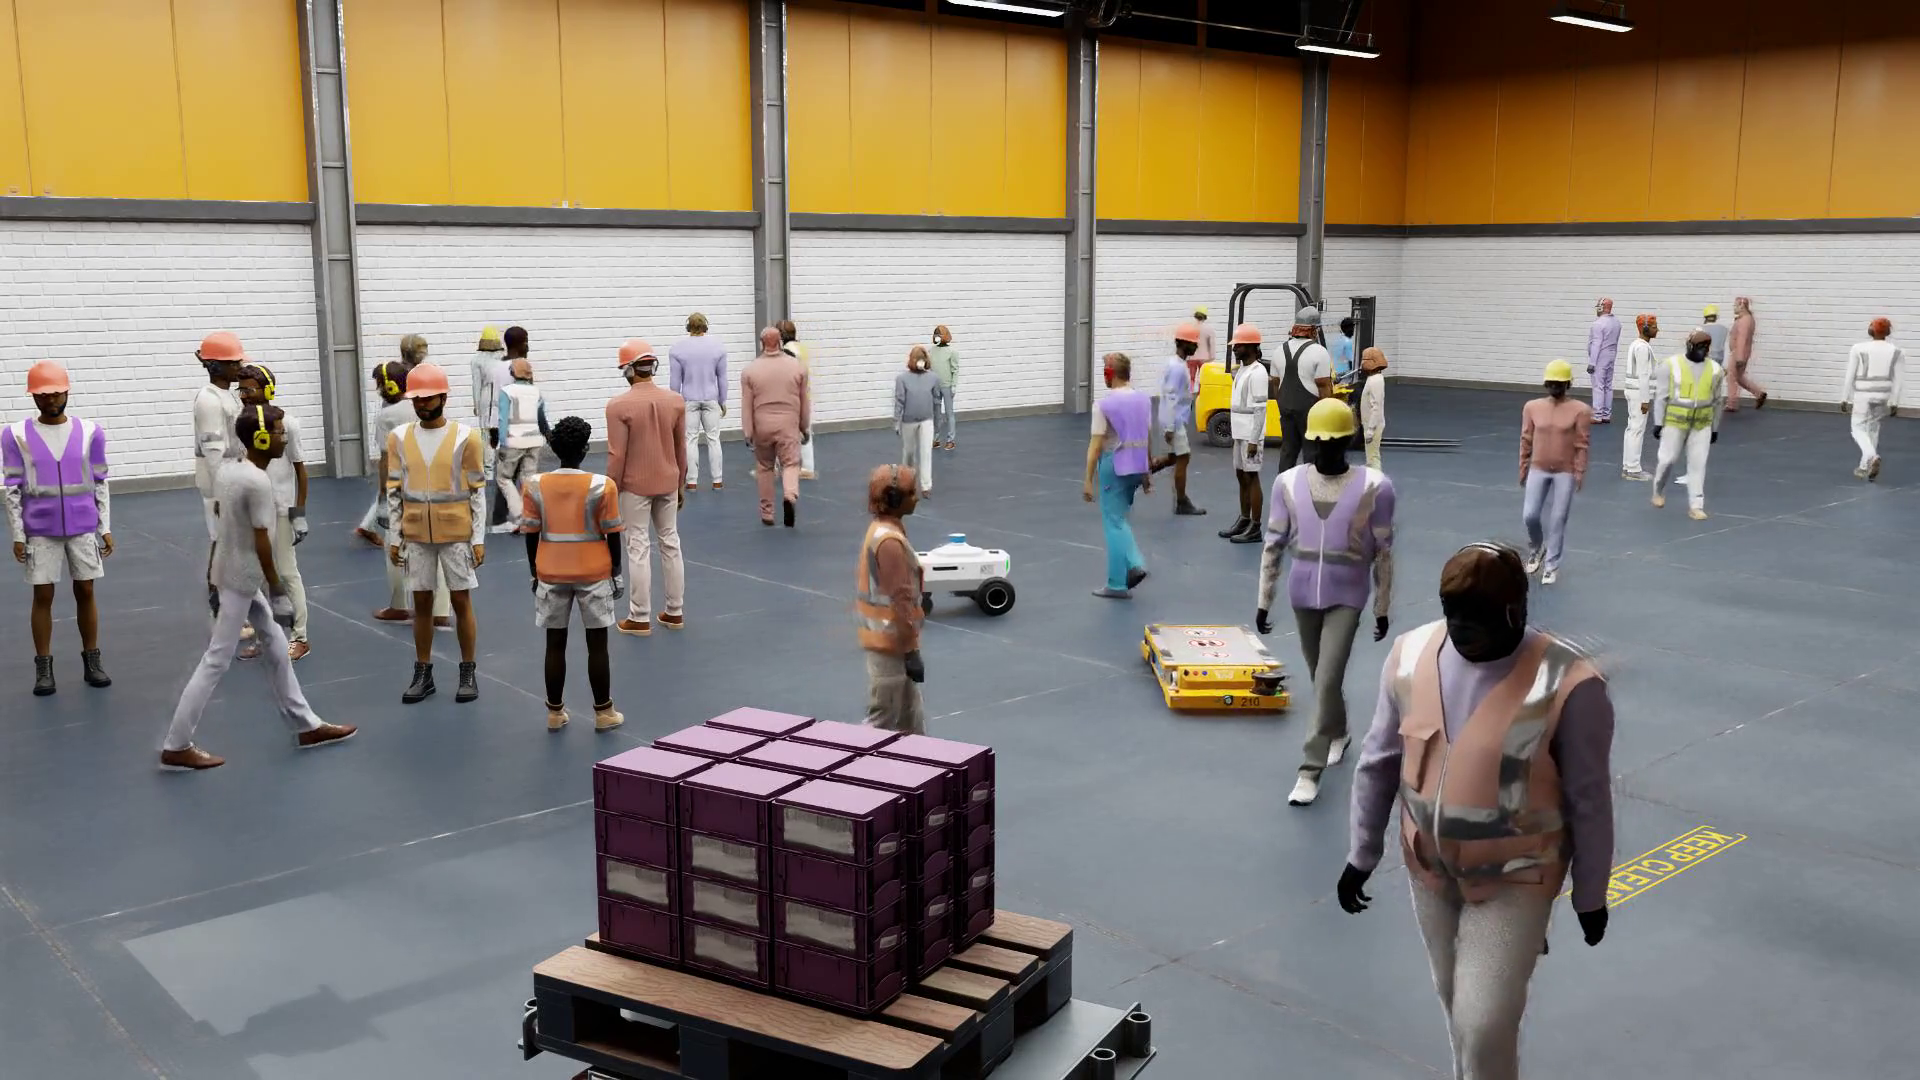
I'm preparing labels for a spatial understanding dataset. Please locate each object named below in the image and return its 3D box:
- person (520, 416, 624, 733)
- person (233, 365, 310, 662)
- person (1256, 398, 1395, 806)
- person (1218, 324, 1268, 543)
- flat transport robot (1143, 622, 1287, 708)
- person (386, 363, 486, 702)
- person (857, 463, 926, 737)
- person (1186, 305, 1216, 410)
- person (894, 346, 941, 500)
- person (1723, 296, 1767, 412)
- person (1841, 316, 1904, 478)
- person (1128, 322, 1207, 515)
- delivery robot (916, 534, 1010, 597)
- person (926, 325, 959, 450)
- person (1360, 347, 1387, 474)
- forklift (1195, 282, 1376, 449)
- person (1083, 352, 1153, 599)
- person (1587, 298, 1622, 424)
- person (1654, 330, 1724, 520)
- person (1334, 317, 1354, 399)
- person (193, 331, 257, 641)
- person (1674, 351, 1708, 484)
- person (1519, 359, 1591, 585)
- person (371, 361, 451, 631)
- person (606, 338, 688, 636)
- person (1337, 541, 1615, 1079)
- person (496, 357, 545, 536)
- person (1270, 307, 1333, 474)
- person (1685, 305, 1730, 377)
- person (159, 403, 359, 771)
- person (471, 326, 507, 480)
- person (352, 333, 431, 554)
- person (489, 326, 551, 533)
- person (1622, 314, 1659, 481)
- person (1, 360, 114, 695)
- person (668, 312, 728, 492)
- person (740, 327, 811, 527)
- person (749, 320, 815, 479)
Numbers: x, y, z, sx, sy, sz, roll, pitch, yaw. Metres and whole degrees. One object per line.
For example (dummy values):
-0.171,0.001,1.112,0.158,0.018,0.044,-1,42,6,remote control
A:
-2.041,0.190,8.833,0.541,1.696,0.315,1,10,4,person
-4.317,-0.161,10.394,0.535,1.866,0.309,3,10,16,person
1.757,0.249,7.984,0.607,1.879,1.001,6,11,30,person
2.525,-0.940,14.743,0.358,1.937,0.549,-2,10,-9,person
1.485,0.724,9.875,0.652,0.197,1.431,0,10,0,flat transport robot
-2.971,-0.034,9.439,0.552,1.937,0.356,0,10,-2,person
-0.305,0.470,7.456,0.495,1.643,0.524,-1,10,-4,person
3.849,-2.907,26.800,0.539,1.750,0.421,3,10,16,person
-0.452,-1.255,17.624,0.508,1.602,0.866,-2,10,-9,person
12.722,-3.005,26.978,0.645,1.885,0.653,7,12,34,person
10.356,-1.602,18.842,0.577,1.863,0.780,1,10,8,person
1.999,-1.175,16.245,0.802,1.901,0.586,1,10,8,person
-0.014,0.198,11.852,0.707,0.478,0.477,-2,10,-10,delivery robot
-0.241,-2.005,21.870,0.499,1.633,0.285,7,12,34,person
4.091,-1.096,16.543,0.264,1.632,0.508,3,10,15,person
4.328,-2.346,22.227,2.313,2.155,1.214,3,10,16,forklift
1.167,-0.469,12.324,0.656,1.820,0.446,-9,13,-43,person
9.684,-2.700,25.140,0.650,1.907,0.409,-8,13,-40,person
7.078,-1.131,16.189,0.659,1.825,0.696,1,10,6,person
5.419,-2.286,23.341,0.377,1.685,0.532,0,10,-1,person
-4.841,-0.357,11.023,0.396,2.042,0.610,-3,10,-15,person
8.167,-1.434,18.505,0.310,1.642,0.514,5,11,29,person
4.593,-0.532,12.890,0.519,1.751,0.399,5,11,29,person
-3.784,-0.302,11.325,0.827,1.823,0.624,7,12,35,person
-2.111,-0.354,11.167,0.611,1.986,0.392,-9,13,-42,person
1.336,0.895,4.400,0.712,1.808,0.631,-8,12,-39,person
-3.981,-0.843,15.082,0.353,1.617,0.546,7,12,37,person
3.454,-1.301,16.559,0.537,2.000,0.680,-8,13,-39,person
11.528,-2.732,25.703,0.614,1.780,0.953,1,10,8,person
-3.568,0.230,8.294,0.964,1.813,0.509,-5,11,-28,person
-5.311,-1.557,18.926,0.487,1.744,0.294,-6,12,-33,person
-4.828,-0.809,14.122,0.728,1.900,0.650,-2,10,-11,person
-3.989,-1.028,15.410,0.939,1.878,0.600,-8,13,-39,person
7.721,-1.613,18.847,0.356,1.883,0.574,2,10,13,person
-5.226,-0.076,9.685,0.547,1.938,0.378,-7,12,-34,person
-2.806,-1.477,17.883,0.629,1.940,0.377,-3,10,-15,person
-1.713,-1.037,15.473,0.653,1.881,0.723,-1,10,-7,person
-2.034,-1.575,18.834,0.842,1.809,0.629,2,10,12,person
